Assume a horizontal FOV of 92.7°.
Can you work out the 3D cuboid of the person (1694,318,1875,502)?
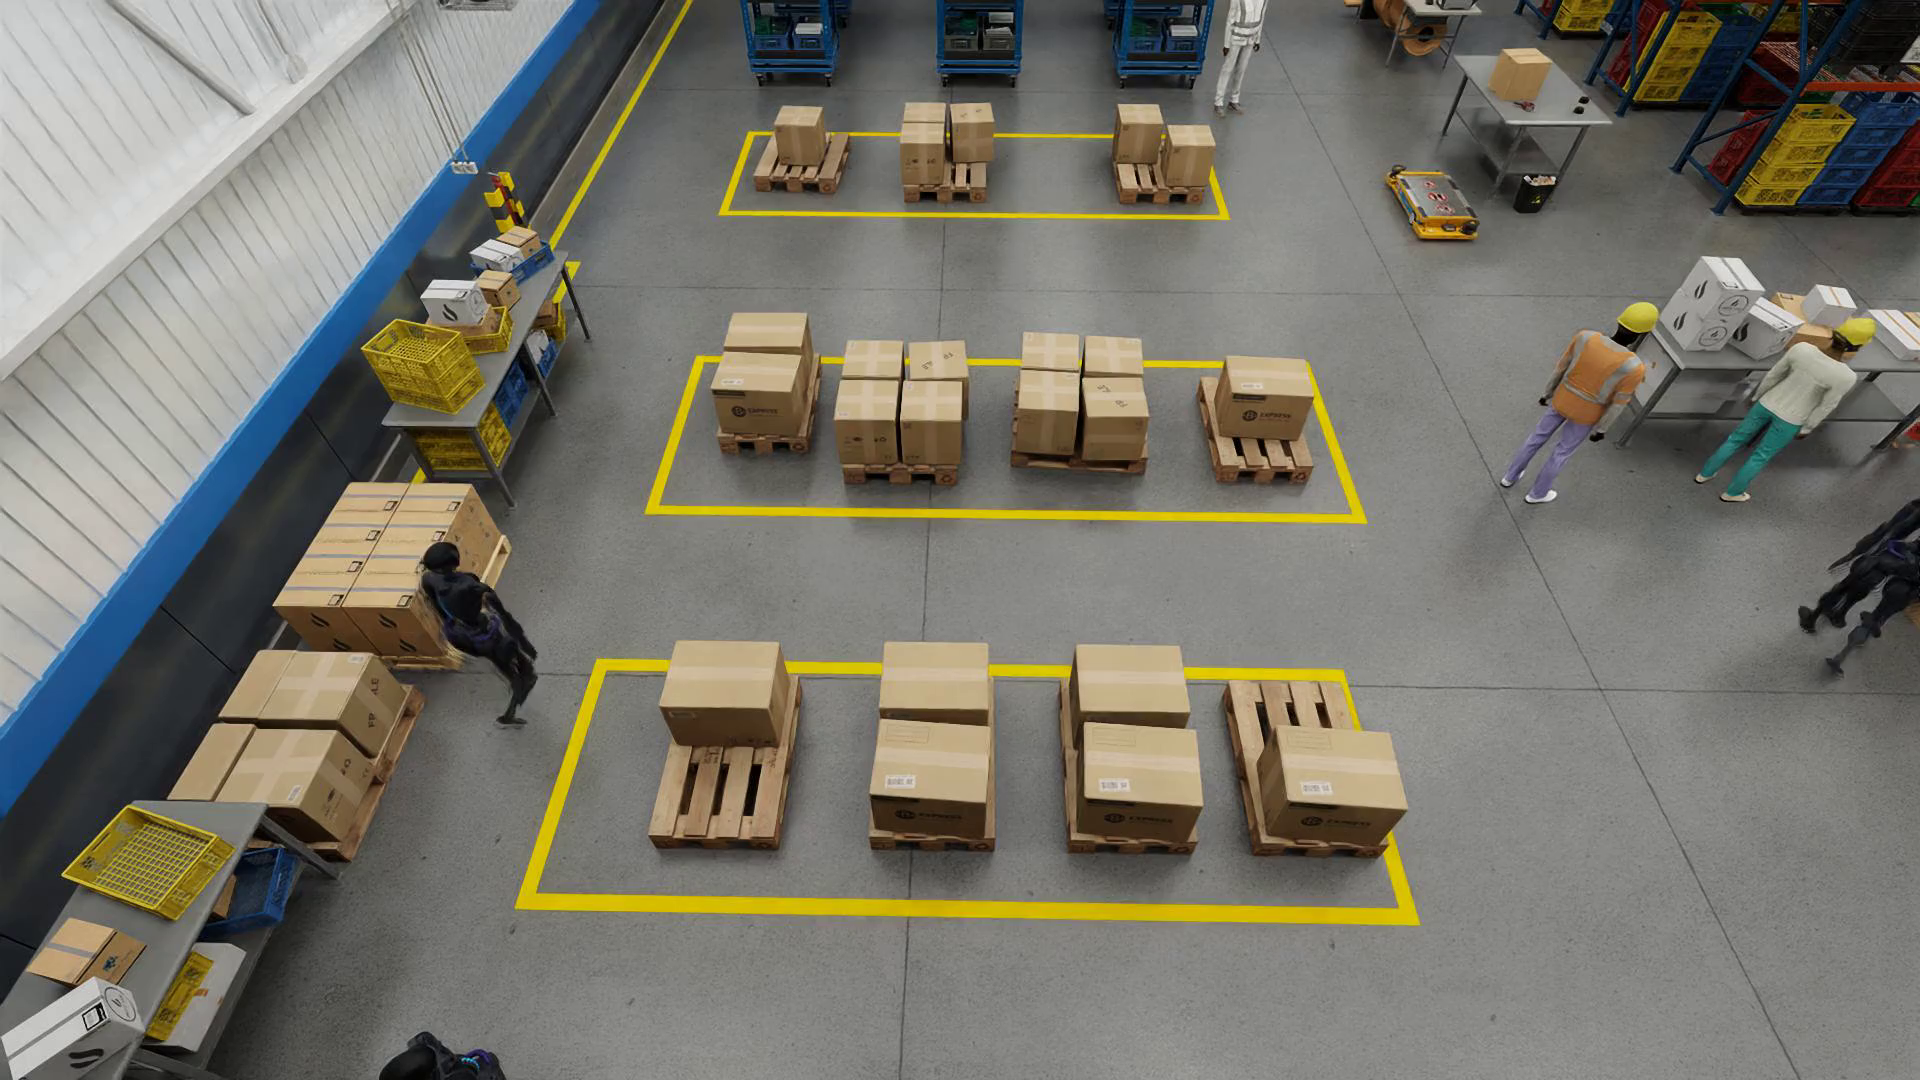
[{"bbox_3d":[6.695,-1.049,7.449,0.326,1.768,0.524,-16,51,-13],"label":"person"}]

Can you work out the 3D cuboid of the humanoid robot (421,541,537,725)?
[{"bbox_3d":[-3.164,0.664,6.034,0.613,1.644,0.437,11,50,9],"label":"humanoid robot"}]

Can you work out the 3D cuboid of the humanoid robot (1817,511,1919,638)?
[{"bbox_3d":[6.997,0.048,6.560,0.658,1.647,0.405,13,50,11],"label":"humanoid robot"}]

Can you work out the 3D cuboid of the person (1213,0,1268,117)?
[{"bbox_3d":[3.768,-6.661,12.232,0.573,1.882,0.356,-18,51,-15],"label":"person"}]

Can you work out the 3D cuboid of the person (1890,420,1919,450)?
[{"bbox_3d":[8.844,-1.430,7.665,0.693,1.952,0.614,-22,53,-18],"label":"person"}]

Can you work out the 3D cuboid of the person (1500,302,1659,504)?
[{"bbox_3d":[4.969,-1.074,7.366,0.363,1.926,0.592,-24,53,-19],"label":"person"}]

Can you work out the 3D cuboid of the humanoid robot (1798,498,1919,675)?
[{"bbox_3d":[6.555,0.270,6.387,0.636,1.624,0.656,30,56,24],"label":"humanoid robot"}]

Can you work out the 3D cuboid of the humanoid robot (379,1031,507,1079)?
[{"bbox_3d":[-2.262,2.654,4.295,0.331,1.657,0.586,-34,57,-26],"label":"humanoid robot"}]

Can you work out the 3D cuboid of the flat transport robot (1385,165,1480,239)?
[{"bbox_3d":[5.692,-4.094,11.059,0.652,0.197,1.431,1,49,1],"label":"flat transport robot"}]
